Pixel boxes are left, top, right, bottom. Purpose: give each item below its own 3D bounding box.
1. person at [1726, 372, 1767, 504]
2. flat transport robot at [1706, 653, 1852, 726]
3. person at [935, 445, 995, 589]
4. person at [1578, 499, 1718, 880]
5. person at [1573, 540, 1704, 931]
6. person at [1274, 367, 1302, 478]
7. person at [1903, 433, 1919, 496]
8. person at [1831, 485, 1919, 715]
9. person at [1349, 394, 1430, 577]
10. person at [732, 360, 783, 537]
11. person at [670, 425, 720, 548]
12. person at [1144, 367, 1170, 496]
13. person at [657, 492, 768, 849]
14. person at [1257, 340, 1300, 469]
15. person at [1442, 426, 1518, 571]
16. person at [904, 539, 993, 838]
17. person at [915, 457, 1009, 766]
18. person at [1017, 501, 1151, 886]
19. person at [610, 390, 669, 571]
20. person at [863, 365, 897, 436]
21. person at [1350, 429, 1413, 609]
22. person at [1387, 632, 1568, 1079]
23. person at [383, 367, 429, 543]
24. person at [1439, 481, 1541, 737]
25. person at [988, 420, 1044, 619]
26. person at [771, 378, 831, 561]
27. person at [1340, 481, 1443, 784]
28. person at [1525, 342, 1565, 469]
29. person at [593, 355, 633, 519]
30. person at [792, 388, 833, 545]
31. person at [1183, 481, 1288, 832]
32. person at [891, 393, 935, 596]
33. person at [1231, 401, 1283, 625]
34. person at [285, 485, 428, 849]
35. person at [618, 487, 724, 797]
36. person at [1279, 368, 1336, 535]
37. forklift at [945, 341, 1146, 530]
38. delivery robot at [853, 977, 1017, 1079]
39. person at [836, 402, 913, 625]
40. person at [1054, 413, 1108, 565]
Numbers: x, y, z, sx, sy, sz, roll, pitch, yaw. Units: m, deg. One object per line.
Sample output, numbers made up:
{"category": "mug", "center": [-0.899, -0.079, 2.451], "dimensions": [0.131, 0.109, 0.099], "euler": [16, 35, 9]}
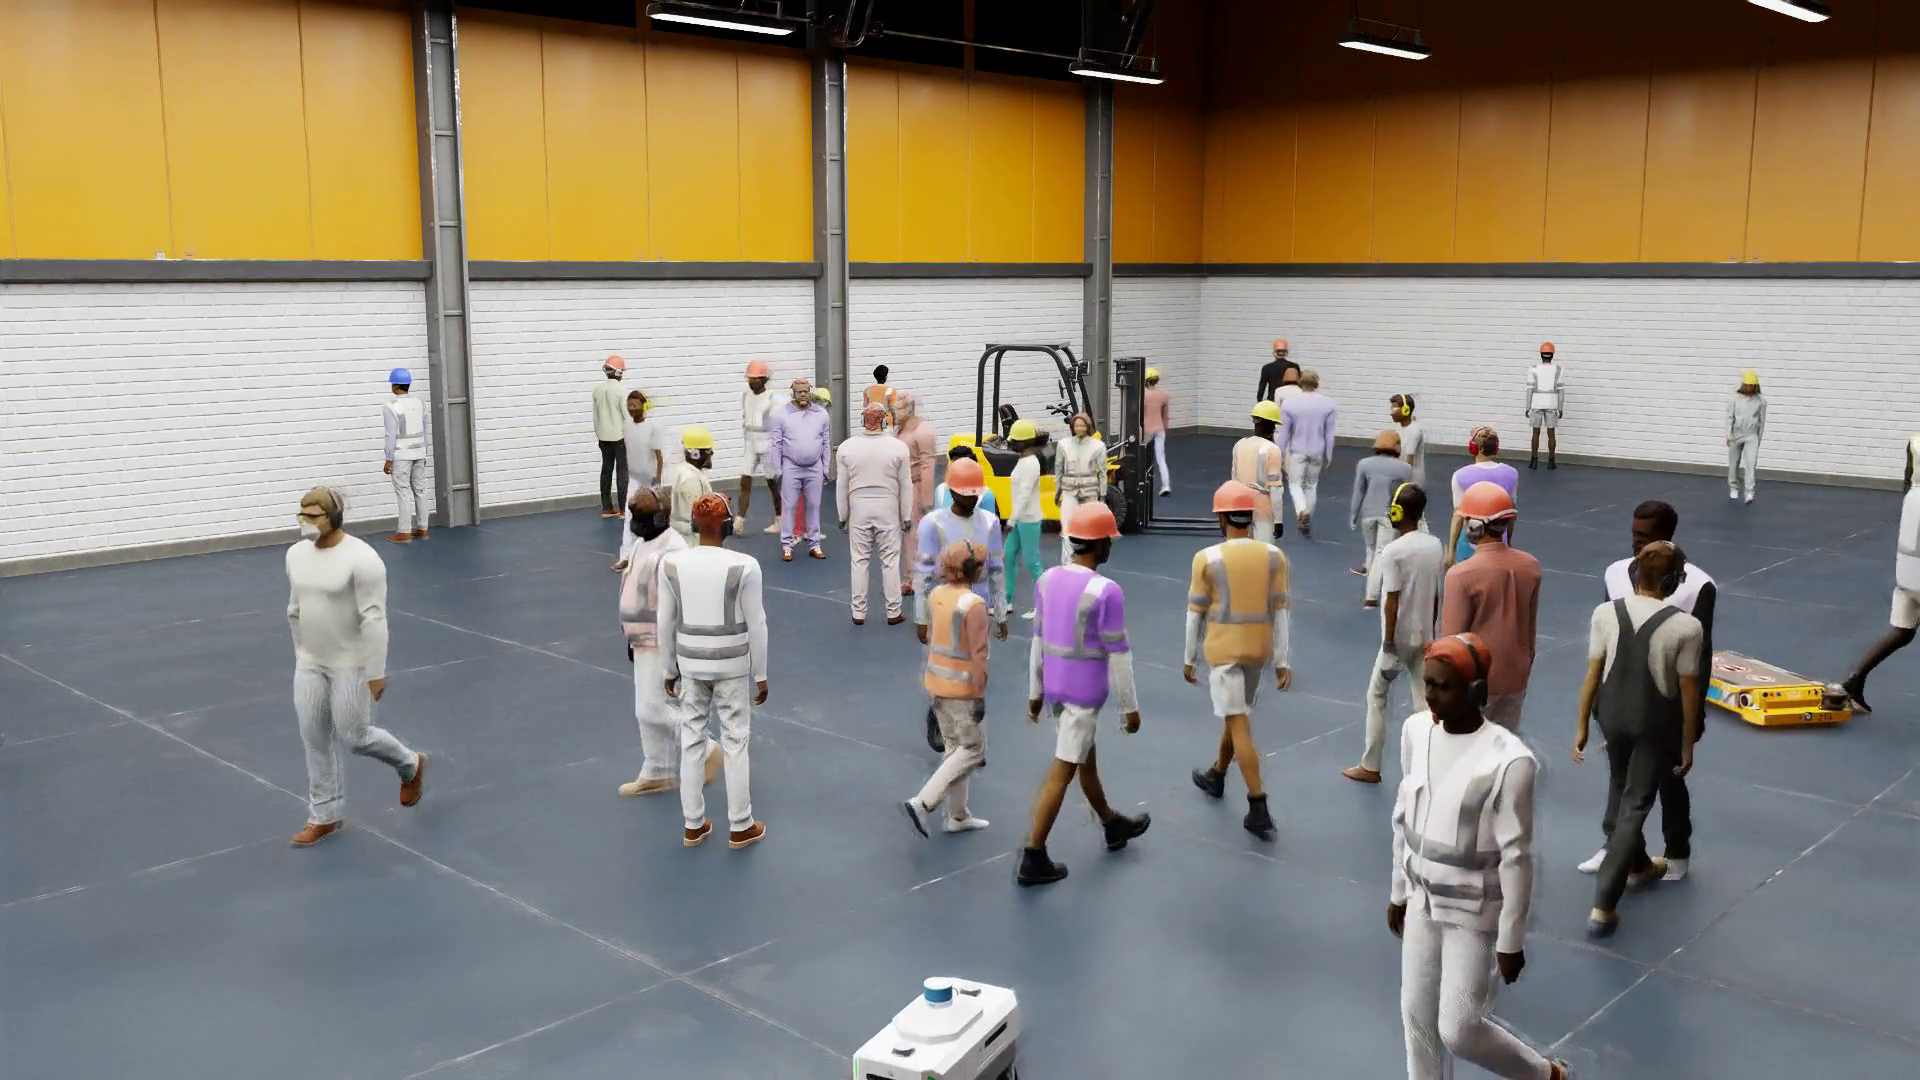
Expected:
{"category": "person", "center": [10.232, -1.338, 21.689], "dimensions": [0.487, 1.694, 0.919], "euler": [3, 10, 19]}
{"category": "flat transport robot", "center": [5.462, 1.010, 11.646], "dimensions": [0.652, 0.197, 1.431], "euler": [-2, 9, -10]}
{"category": "person", "center": [0.018, 0.114, 12.775], "dimensions": [0.531, 1.698, 0.320], "euler": [5, 10, 26]}
{"category": "person", "center": [3.416, 0.752, 8.245], "dimensions": [0.414, 1.931, 0.610], "euler": [-6, 11, -34]}
{"category": "person", "center": [3.184, 0.884, 7.796], "dimensions": [0.524, 1.787, 0.984], "euler": [9, 13, 42]}
{"category": "person", "center": [4.778, -1.685, 24.008], "dimensions": [0.515, 1.615, 0.581], "euler": [3, 10, 16]}
{"category": "person", "center": [9.052, -0.366, 15.365], "dimensions": [0.621, 1.817, 0.817], "euler": [7, 12, 38]}
{"category": "person", "center": [6.444, 0.269, 11.135], "dimensions": [0.969, 1.923, 0.601], "euler": [1, 9, 4]}
{"category": "person", "center": [4.250, -0.492, 16.136], "dimensions": [0.929, 1.820, 0.541], "euler": [-2, 9, -10]}
{"category": "person", "center": [-2.322, -1.019, 18.778], "dimensions": [0.650, 1.998, 0.960], "euler": [6, 11, 34]}
{"category": "person", "center": [-1.983, 0.000, 13.124], "dimensions": [0.681, 1.807, 0.617], "euler": [-1, 9, -9]}
{"category": "person", "center": [2.585, -1.457, 22.328], "dimensions": [0.536, 1.725, 0.889], "euler": [-3, 10, -19]}
{"category": "person", "center": [-1.283, 0.683, 8.714], "dimensions": [0.585, 1.882, 0.343], "euler": [2, 9, 12]}
{"category": "person", "center": [4.872, -2.101, 25.583], "dimensions": [0.651, 1.942, 0.994], "euler": [-1, 9, -8]}
{"category": "person", "center": [3.971, 0.063, 12.669], "dimensions": [0.586, 1.838, 0.374], "euler": [-3, 10, -20]}
{"category": "person", "center": [-0.075, 0.802, 8.796], "dimensions": [0.523, 1.619, 0.520], "euler": [-5, 11, -30]}
{"category": "person", "center": [0.005, 0.437, 10.138], "dimensions": [0.569, 1.914, 0.496], "euler": [-5, 10, -27]}
{"category": "person", "center": [0.643, 0.746, 8.342], "dimensions": [1.001, 1.878, 0.567], "euler": [-7, 11, -36]}
{"category": "person", "center": [-3.211, -0.629, 16.989], "dimensions": [0.537, 1.820, 0.989], "euler": [4, 10, 23]}
{"category": "person", "center": [-1.118, -1.617, 23.428], "dimensions": [0.532, 1.688, 0.321], "euler": [4, 10, 22]}
{"category": "person", "center": [3.829, -0.201, 14.997], "dimensions": [0.511, 1.594, 0.786], "euler": [6, 11, 33]}
{"category": "person", "center": [1.708, 1.212, 5.552], "dimensions": [0.578, 1.869, 0.577], "euler": [-4, 10, -24]}
{"category": "person", "center": [-6.147, -0.939, 18.457], "dimensions": [0.382, 1.951, 0.606], "euler": [5, 10, 26]}
{"category": "person", "center": [2.618, 0.697, 8.333], "dimensions": [0.620, 1.990, 0.400], "euler": [-5, 10, -28]}
{"category": "person", "center": [0.534, -0.166, 14.349], "dimensions": [0.578, 1.741, 0.546], "euler": [-2, 9, -10]}
{"category": "person", "center": [-1.645, -0.735, 17.343], "dimensions": [0.643, 1.909, 0.410], "euler": [-4, 10, -22]}
{"category": "person", "center": [2.624, 0.583, 9.533], "dimensions": [0.551, 1.834, 0.899], "euler": [-7, 11, -35]}
{"category": "person", "center": [8.866, -2.036, 25.231], "dimensions": [0.552, 1.932, 0.377], "euler": [3, 10, 15]}
{"category": "person", "center": [-4.190, -1.253, 20.258], "dimensions": [0.609, 1.992, 0.386], "euler": [6, 11, 32]}
{"category": "person", "center": [-1.665, -0.810, 18.376], "dimensions": [0.338, 1.720, 0.683], "euler": [4, 10, 25]}
{"category": "person", "center": [1.532, 0.619, 9.158], "dimensions": [0.541, 1.885, 1.018], "euler": [-3, 10, -19]}
{"category": "person", "center": [-0.527, -0.418, 15.521], "dimensions": [0.657, 1.883, 0.686], "euler": [-5, 10, -26]}
{"category": "person", "center": [2.566, -0.231, 14.221], "dimensions": [0.380, 1.917, 0.585], "euler": [-5, 11, -30]}
{"category": "person", "center": [-3.260, 0.643, 8.893], "dimensions": [0.636, 1.921, 0.740], "euler": [4, 10, 26]}
{"category": "person", "center": [-1.681, 0.589, 9.494], "dimensions": [0.519, 1.821, 0.662], "euler": [-4, 10, -23]}
{"category": "person", "center": [3.926, -0.977, 18.799], "dimensions": [0.633, 1.919, 0.738], "euler": [0, 9, -1]}
{"category": "forklift", "center": [0.977, -1.223, 19.452], "dimensions": [2.313, 2.155, 1.214], "euler": [2, 9, 11]}
{"category": "delivery robot", "center": [-0.075, 1.772, 5.814], "dimensions": [0.477, 0.478, 0.707], "euler": [5, 10, 26]}
{"category": "person", "center": [-0.723, -0.220, 14.181], "dimensions": [0.655, 1.906, 0.407], "euler": [0, 9, 3]}
{"category": "person", "center": [1.169, -0.426, 16.299], "dimensions": [0.540, 1.614, 0.674], "euler": [2, 9, 11]}
